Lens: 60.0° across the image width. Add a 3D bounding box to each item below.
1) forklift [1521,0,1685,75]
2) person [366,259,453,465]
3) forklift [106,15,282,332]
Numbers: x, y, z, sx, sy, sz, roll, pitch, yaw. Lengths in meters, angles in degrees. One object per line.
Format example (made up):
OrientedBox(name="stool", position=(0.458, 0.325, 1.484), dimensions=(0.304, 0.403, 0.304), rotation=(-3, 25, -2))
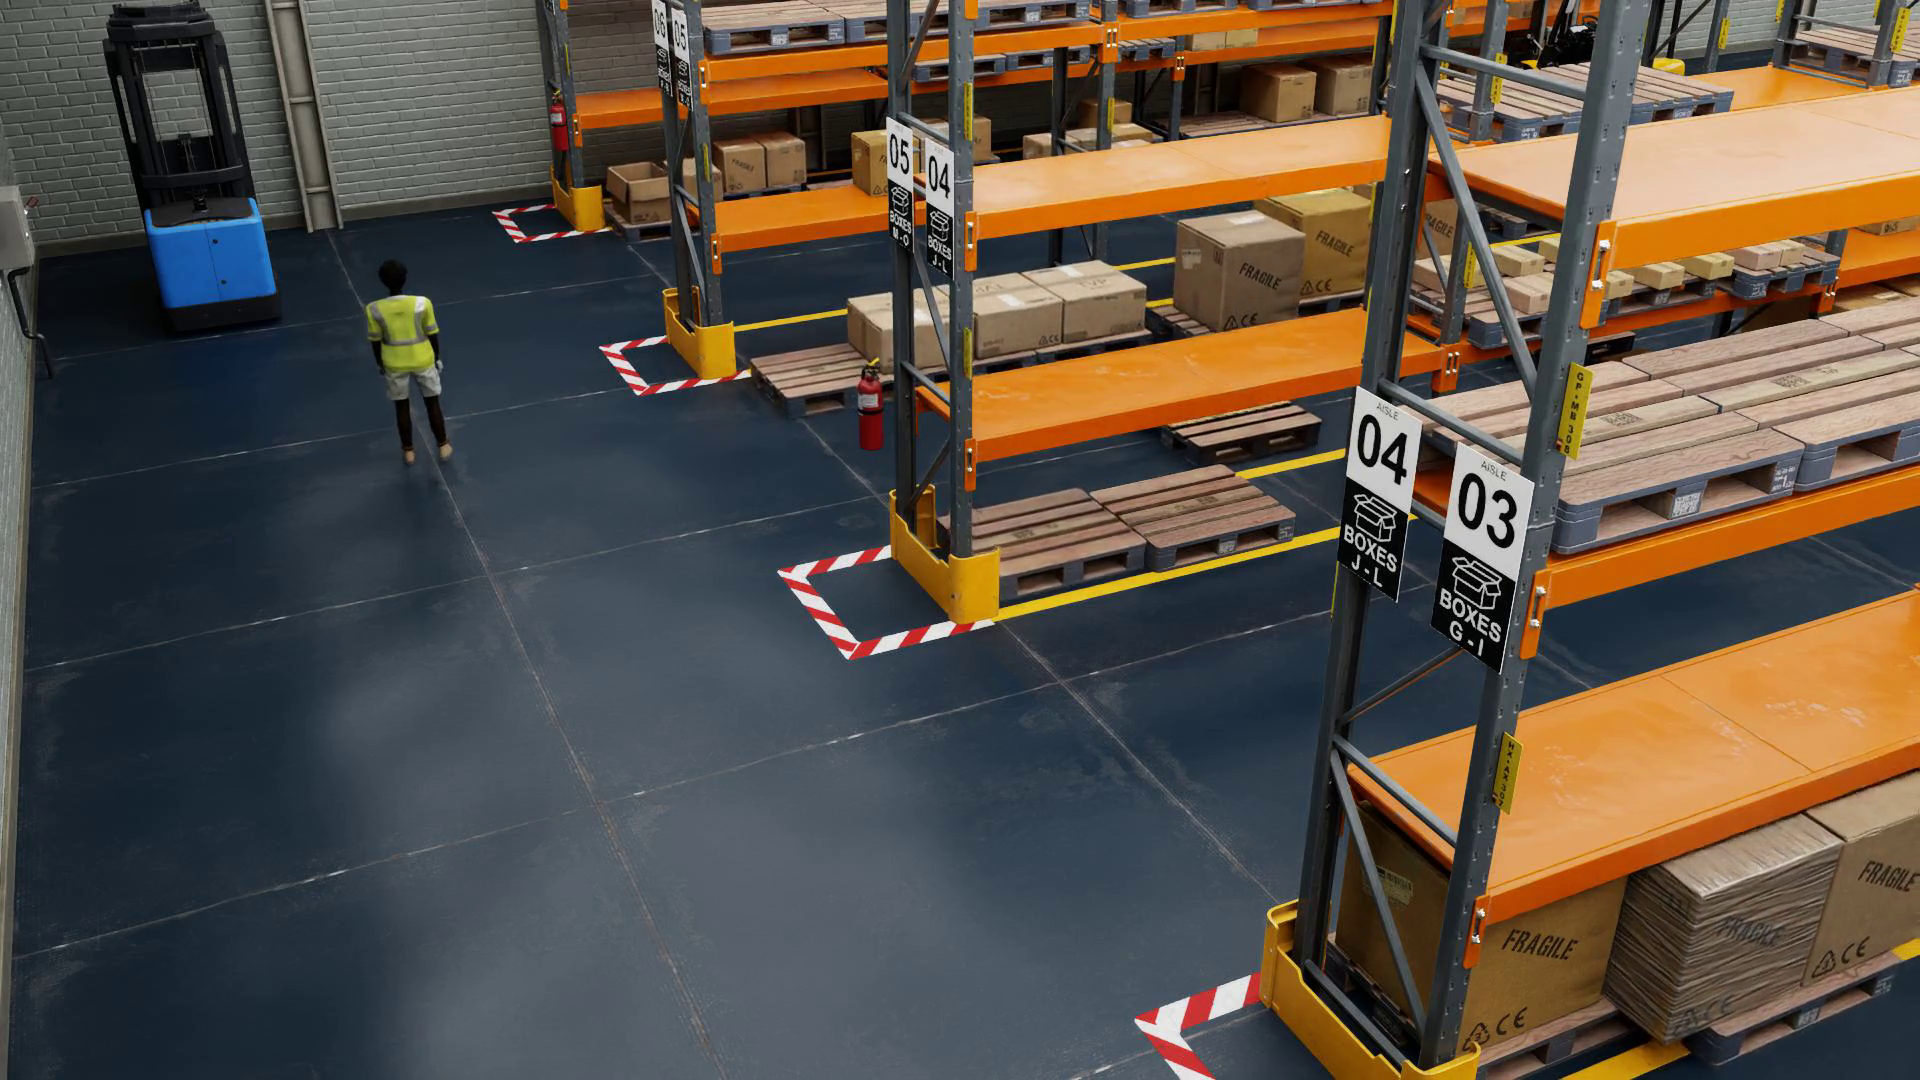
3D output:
OrientedBox(name="forklift", position=(8.950, -6.807, 23.056), dimensions=(1.214, 2.155, 2.313), rotation=(-12, 30, -22))
OrientedBox(name="person", position=(-4.391, -1.407, 13.245), dimensions=(0.538, 1.694, 0.319), rotation=(-7, 28, -13))
OrientedBox(name="forklift", position=(-7.548, -3.672, 16.323), dimensions=(1.129, 2.768, 1.873), rotation=(-12, 30, -22))
